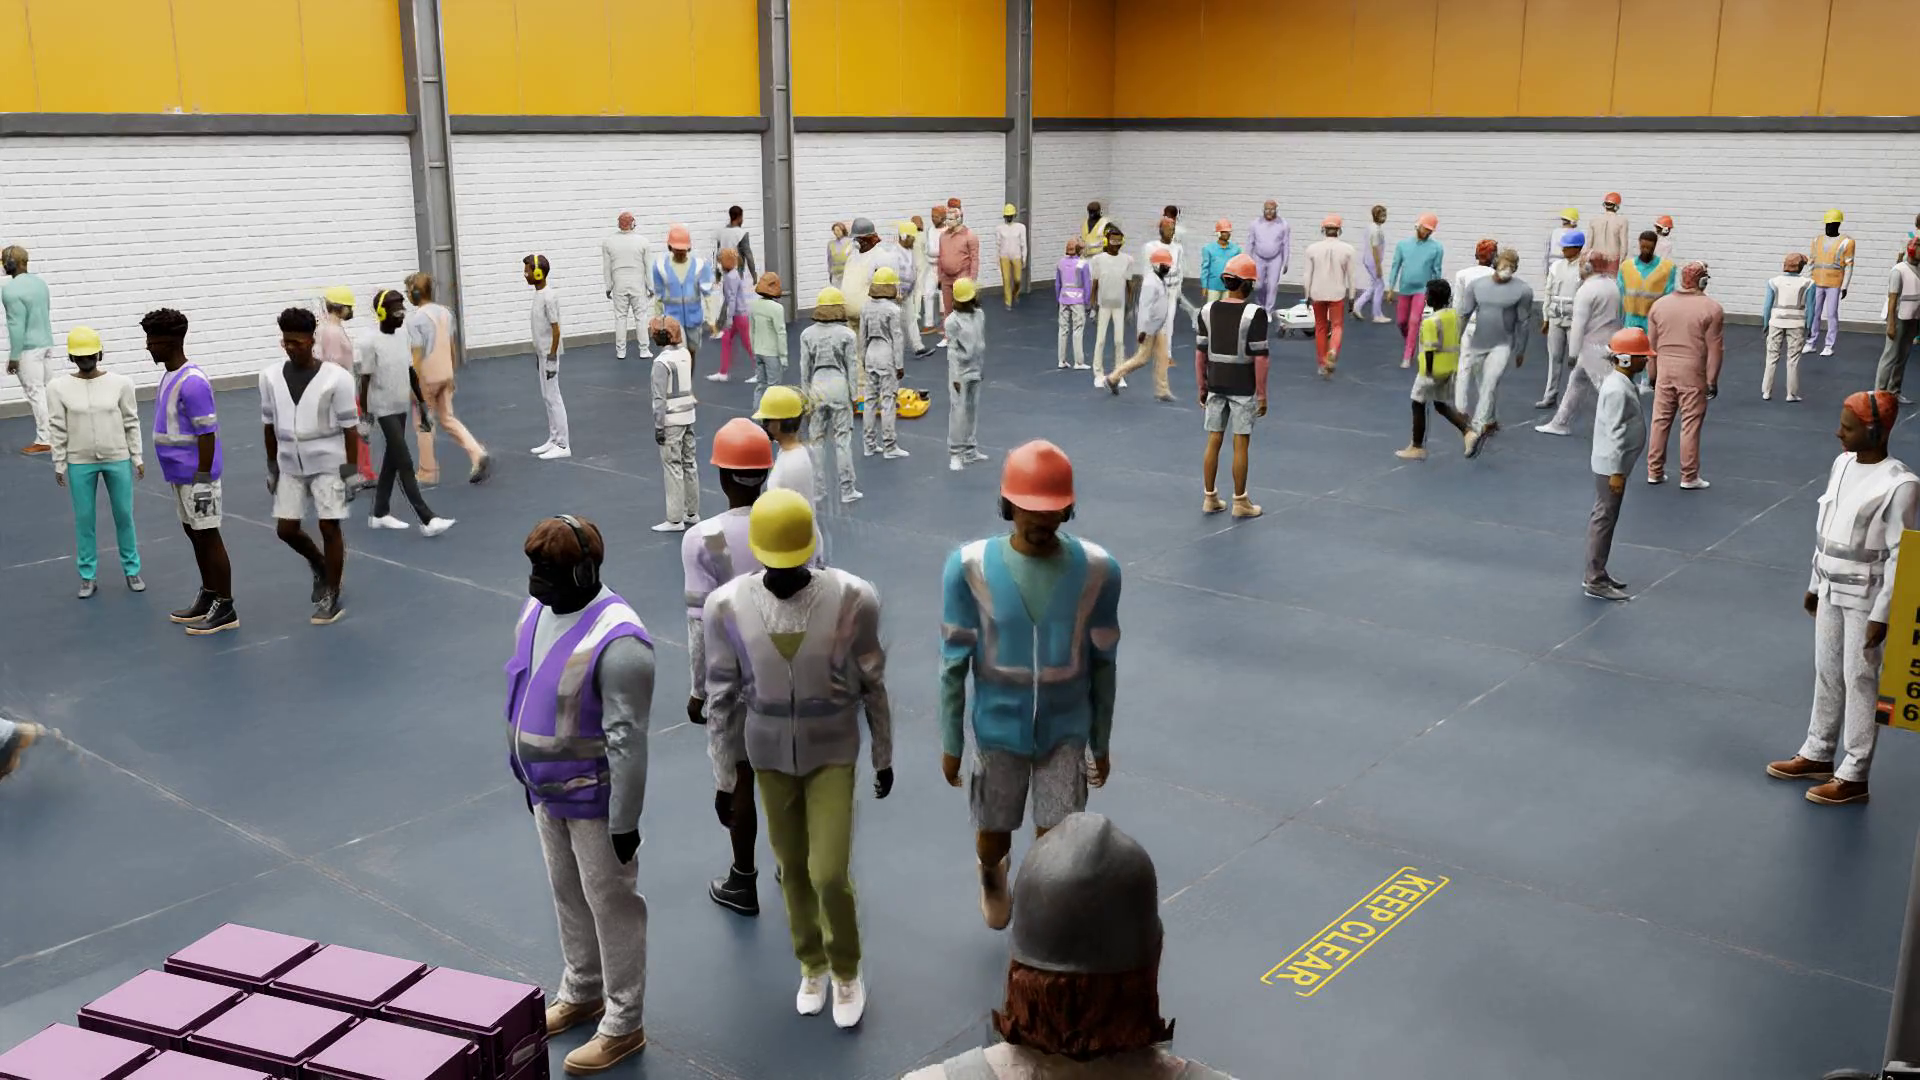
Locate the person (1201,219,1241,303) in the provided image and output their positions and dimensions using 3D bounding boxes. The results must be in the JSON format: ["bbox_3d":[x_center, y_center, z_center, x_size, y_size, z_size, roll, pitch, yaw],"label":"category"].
[{"bbox_3d":[3.557,-3.482,22.658,0.572,1.755,0.319,-3,14,-11],"label":"person"}]

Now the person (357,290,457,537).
[{"bbox_3d":[-4.117,-0.931,12.337,0.873,1.828,0.568,4,15,17],"label":"person"}]

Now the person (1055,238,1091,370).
[{"bbox_3d":[1.411,-2.941,20.738,0.518,1.638,0.315,12,18,39],"label":"person"}]

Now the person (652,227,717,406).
[{"bbox_3d":[-2.933,-2.343,17.707,0.630,1.981,1.092,-3,14,-12],"label":"person"}]

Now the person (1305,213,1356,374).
[{"bbox_3d":[4.484,-2.967,20.192,0.617,1.969,0.637,4,14,14],"label":"person"}]

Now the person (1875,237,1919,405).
[{"bbox_3d":[10.223,-2.368,18.055,0.563,1.837,0.386,-8,16,-30],"label":"person"}]

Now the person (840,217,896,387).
[{"bbox_3d":[-1.060,-2.521,18.249,0.536,2.000,0.672,-12,19,-40],"label":"person"}]

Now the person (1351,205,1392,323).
[{"bbox_3d":[6.353,-4.226,25.549,0.614,1.809,0.579,2,14,7],"label":"person"}]

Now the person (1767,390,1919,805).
[{"bbox_3d":[4.002,0.255,7.469,0.355,1.886,0.572,-1,14,-4],"label":"person"}]

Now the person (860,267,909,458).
[{"bbox_3d":[-0.701,-1.629,15.286,0.490,1.743,0.324,12,18,39],"label":"person"}]

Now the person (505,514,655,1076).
[{"bbox_3d":[-1.219,0.810,5.367,0.429,1.838,0.628,-12,19,-40],"label":"person"}]

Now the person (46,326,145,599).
[{"bbox_3d":[-5.562,-0.503,10.744,0.533,1.765,0.330,-8,16,-28],"label":"person"}]

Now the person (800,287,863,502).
[{"bbox_3d":[-1.042,-1.174,13.477,0.487,1.739,0.313,4,15,16],"label":"person"}]

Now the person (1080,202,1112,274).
[{"bbox_3d":[2.195,-4.618,27.162,0.632,1.783,1.003,10,17,34],"label":"person"}]

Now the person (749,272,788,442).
[{"bbox_3d":[-1.836,-1.763,16.045,0.271,1.632,0.503,-12,19,-40],"label":"person"}]

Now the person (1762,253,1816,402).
[{"bbox_3d":[9.123,-2.341,18.341,0.518,1.638,0.315,12,18,39],"label":"person"}]

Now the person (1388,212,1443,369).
[{"bbox_3d":[5.761,-3.170,21.027,0.636,1.954,0.783,7,16,26],"label":"person"}]

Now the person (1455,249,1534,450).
[{"bbox_3d":[5.080,-1.838,15.850,0.686,1.882,1.027,10,17,34],"label":"person"}]

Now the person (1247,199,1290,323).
[{"bbox_3d":[4.772,-4.321,25.749,0.659,1.886,0.495,4,15,17],"label":"person"}]

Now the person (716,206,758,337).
[{"bbox_3d":[-3.208,-3.883,24.050,0.618,1.858,1.023,12,19,41],"label":"person"}]

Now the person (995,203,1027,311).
[{"bbox_3d":[0.839,-4.670,27.432,0.521,1.750,0.561,1,14,4],"label":"person"}]

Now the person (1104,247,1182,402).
[{"bbox_3d":[2.037,-2.376,18.333,0.790,1.720,0.569,6,15,24],"label":"person"}]

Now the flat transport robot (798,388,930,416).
[{"bbox_3d":[-1.071,-1.482,17.683,1.431,0.197,0.652,2,14,6],"label":"flat transport robot"}]

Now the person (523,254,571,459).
[{"bbox_3d":[-3.791,-1.674,15.229,0.313,1.861,0.530,-6,15,-24],"label":"person"}]

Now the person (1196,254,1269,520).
[{"bbox_3d":[2.124,-1.185,12.902,0.611,2.042,0.394,12,18,39],"label":"person"}]

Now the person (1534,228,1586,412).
[{"bbox_3d":[6.465,-2.331,17.680,0.398,1.943,0.616,-11,18,-37],"label":"person"}]

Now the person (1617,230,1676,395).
[{"bbox_3d":[7.532,-2.459,18.308,0.637,1.895,0.570,8,16,29],"label":"person"}]

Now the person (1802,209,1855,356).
[{"bbox_3d":[11.462,-3.401,21.995,0.369,1.925,0.594,-9,17,-32],"label":"person"}]

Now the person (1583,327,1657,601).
[{"bbox_3d":[4.253,-0.498,10.745,0.327,1.753,0.560,5,15,20],"label":"person"}]

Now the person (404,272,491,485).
[{"bbox_3d":[-4.358,-1.335,13.993,0.740,1.816,0.563,6,15,24],"label":"person"}]

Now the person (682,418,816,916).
[{"bbox_3d":[-0.808,0.493,6.411,0.547,1.939,0.376,-8,16,-30],"label":"person"}]

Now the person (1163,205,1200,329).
[{"bbox_3d":[3.148,-3.968,24.368,0.845,1.880,0.613,-3,14,-11],"label":"person"}]

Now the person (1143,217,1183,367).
[{"bbox_3d":[2.554,-3.133,21.033,0.595,1.872,0.519,-7,16,-26],"label":"person"}]

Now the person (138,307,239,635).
[{"bbox_3d":[-4.621,-0.413,9.977,0.362,1.962,0.613,-11,18,-37],"label":"person"}]

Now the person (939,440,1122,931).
[{"bbox_3d":[0.235,0.619,5.762,0.613,2.021,0.724,0,14,-1],"label":"person"}]

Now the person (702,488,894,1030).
[{"bbox_3d":[-0.539,0.733,5.549,0.610,1.883,0.556,1,14,5],"label":"person"}]

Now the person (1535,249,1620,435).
[{"bbox_3d":[6.116,-1.857,15.998,1.030,1.850,0.654,12,19,40],"label":"person"}]

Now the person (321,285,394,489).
[{"bbox_3d":[-5.228,-1.237,13.768,0.842,1.728,0.550,-3,14,-12],"label":"person"}]

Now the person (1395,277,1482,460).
[{"bbox_3d":[4.348,-1.523,14.988,0.680,1.676,0.531,14,19,43],"label":"person"}]

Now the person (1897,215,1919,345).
[{"bbox_3d":[13.300,-3.637,23.152,0.365,1.834,0.531,-13,19,-42],"label":"person"}]

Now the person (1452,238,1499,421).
[{"bbox_3d":[5.304,-2.123,16.977,0.579,1.882,0.342,12,18,39],"label":"person"}]

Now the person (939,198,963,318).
[{"bbox_3d":[-0.132,-4.461,26.337,0.344,1.879,0.581,10,17,34],"label":"person"}]

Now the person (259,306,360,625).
[{"bbox_3d":[-3.958,-0.458,10.174,0.628,1.953,0.450,1,14,4],"label":"person"}]

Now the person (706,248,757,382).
[{"bbox_3d":[-2.667,-2.635,19.595,0.804,1.594,0.521,-4,15,-15],"label":"person"}]

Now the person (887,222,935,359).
[{"bbox_3d":[-0.750,-3.242,21.685,0.935,1.769,0.618,9,17,32],"label":"person"}]

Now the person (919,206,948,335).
[{"bbox_3d":[-0.328,-3.883,24.064,0.580,1.863,0.717,7,16,26],"label":"person"}]

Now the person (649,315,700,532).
[{"bbox_3d":[-2.148,-0.872,12.490,0.315,1.634,0.516,4,15,16],"label":"person"}]

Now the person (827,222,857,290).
[{"bbox_3d":[-1.743,-3.925,24.762,0.517,1.599,0.849,4,15,16],"label":"person"}]

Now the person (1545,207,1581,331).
[{"bbox_3d":[9.033,-3.994,24.593,0.721,1.807,0.600,-4,15,-16],"label":"person"}]

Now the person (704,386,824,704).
[{"bbox_3d":[-0.876,0.047,8.654,0.949,1.715,0.542,-2,14,-7],"label":"person"}]

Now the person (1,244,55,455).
[{"bbox_3d":[-8.613,-1.762,15.424,0.367,1.939,0.629,-1,14,-2],"label":"person"}]

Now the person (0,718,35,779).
[{"bbox_3d":[-4.656,0.240,7.345,0.723,1.977,0.633,-11,18,-37],"label":"person"}]

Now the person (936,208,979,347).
[{"bbox_3d":[-0.059,-3.557,22.664,0.645,1.905,0.400,10,17,35],"label":"person"}]

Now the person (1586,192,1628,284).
[{"bbox_3d":[9.952,-4.336,25.590,0.617,1.993,0.395,12,18,39],"label":"person"}]

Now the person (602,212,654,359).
[{"bbox_3d":[-4.302,-3.307,21.662,0.651,1.907,0.409,-1,14,-3],"label":"person"}]

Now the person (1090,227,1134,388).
[{"bbox_3d":[1.760,-2.692,19.308,0.509,1.861,0.327,-1,14,-3],"label":"person"}]

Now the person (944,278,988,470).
[{"bbox_3d":[0.106,-1.489,14.813,0.357,1.701,0.661,11,18,36],"label":"person"}]

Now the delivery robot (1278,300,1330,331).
[{"bbox_3d":[4.911,-3.187,23.731,0.707,0.478,0.477,-4,15,-16],"label":"delivery robot"}]

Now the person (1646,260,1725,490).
[{"bbox_3d":[6.089,-1.384,13.976,0.400,1.910,0.643,-11,18,-37],"label":"person"}]
